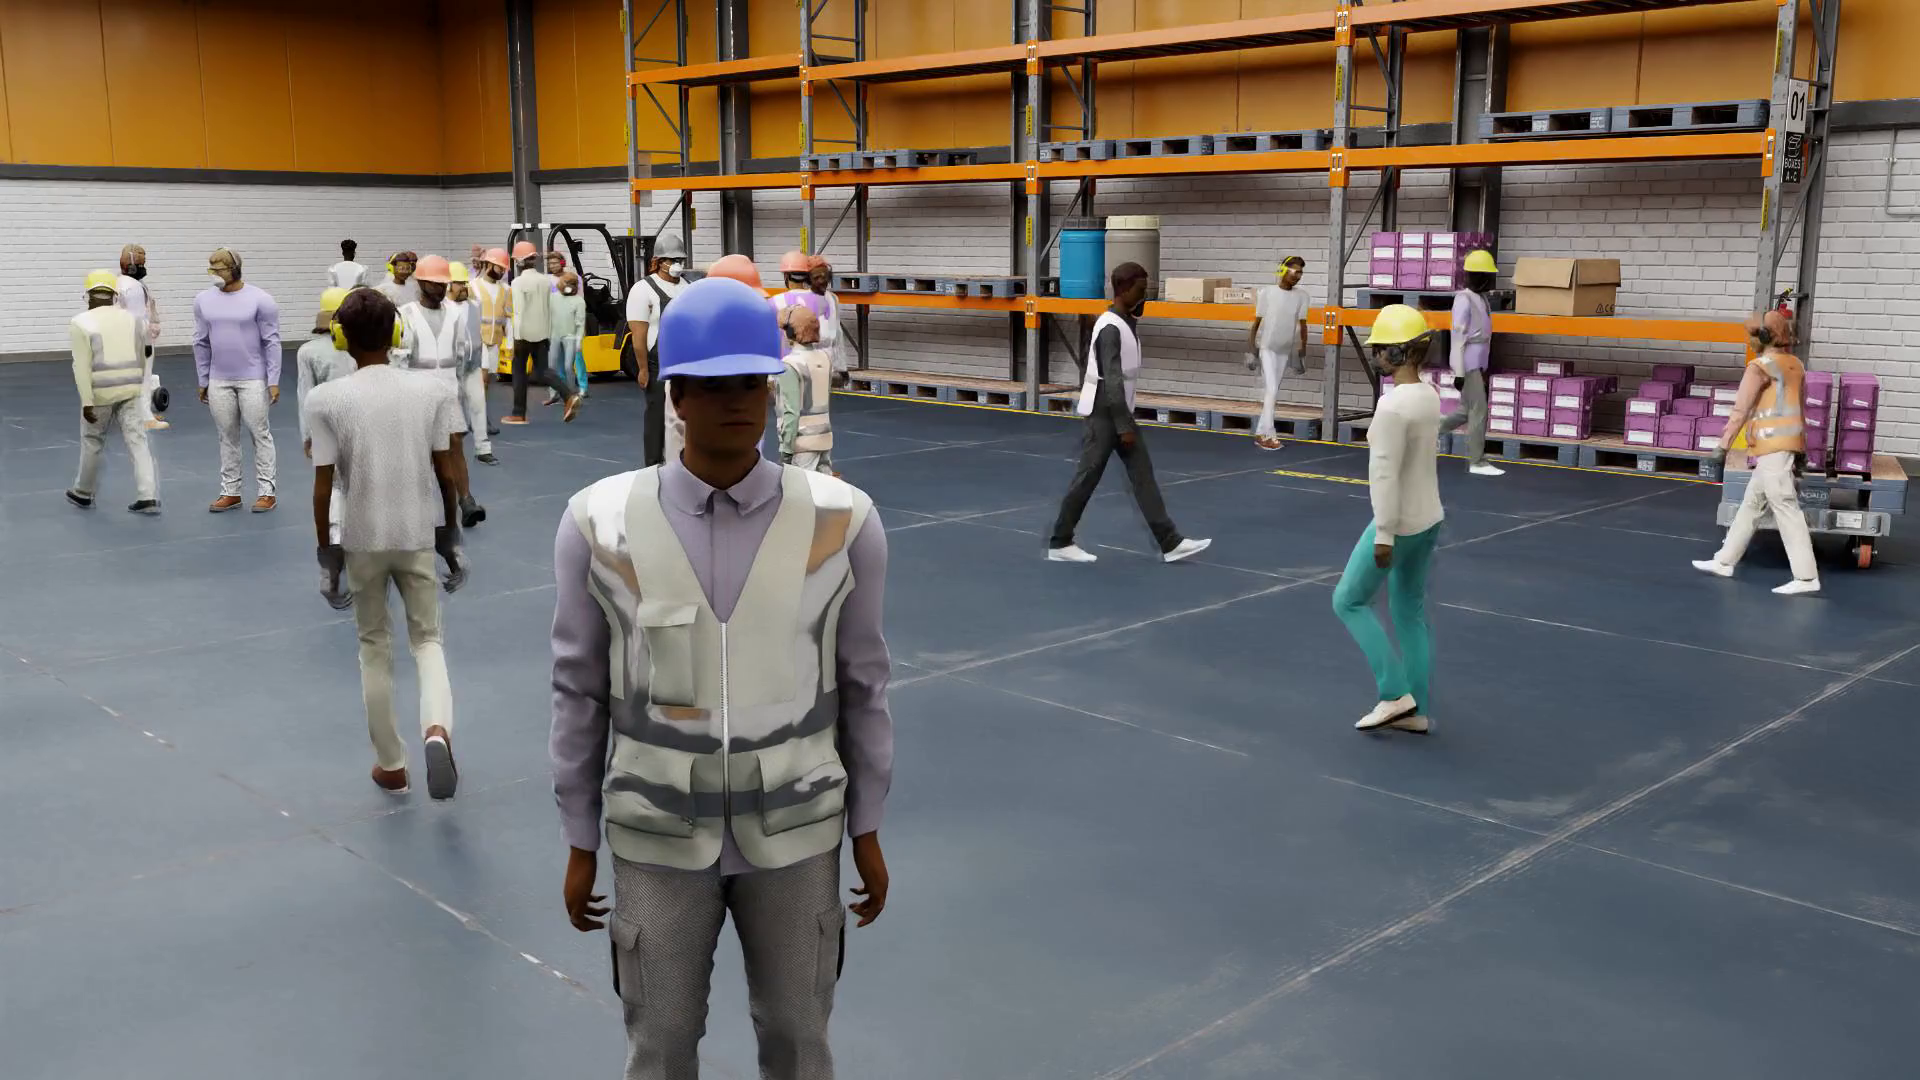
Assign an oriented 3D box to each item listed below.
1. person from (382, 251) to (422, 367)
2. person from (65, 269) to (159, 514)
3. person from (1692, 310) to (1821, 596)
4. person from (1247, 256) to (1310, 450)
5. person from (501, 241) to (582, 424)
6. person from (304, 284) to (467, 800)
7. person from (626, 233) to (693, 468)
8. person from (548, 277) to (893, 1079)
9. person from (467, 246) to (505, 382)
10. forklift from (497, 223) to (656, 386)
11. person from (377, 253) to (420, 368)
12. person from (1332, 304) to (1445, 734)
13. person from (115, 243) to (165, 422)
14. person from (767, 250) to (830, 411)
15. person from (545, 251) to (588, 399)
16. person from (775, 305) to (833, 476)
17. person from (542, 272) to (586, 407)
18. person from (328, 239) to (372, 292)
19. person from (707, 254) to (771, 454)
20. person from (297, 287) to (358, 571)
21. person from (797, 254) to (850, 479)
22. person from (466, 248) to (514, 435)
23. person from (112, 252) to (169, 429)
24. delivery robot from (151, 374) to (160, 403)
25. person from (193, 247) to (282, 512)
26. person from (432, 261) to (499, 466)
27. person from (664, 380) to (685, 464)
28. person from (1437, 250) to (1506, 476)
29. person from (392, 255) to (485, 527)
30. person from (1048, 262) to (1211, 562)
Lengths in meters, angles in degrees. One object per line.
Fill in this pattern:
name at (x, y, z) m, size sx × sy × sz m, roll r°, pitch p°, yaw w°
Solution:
person at (-7.257, -2.865, 21.766) m, size 0.433 × 1.819 × 0.642 m, roll 4°, pitch 11°, yaw 21°
person at (-6.212, -1.076, 12.144) m, size 0.932 × 1.779 × 0.597 m, roll 7°, pitch 12°, yaw 32°
person at (4.626, -0.504, 9.503) m, size 0.540 × 1.595 × 0.809 m, roll -9°, pitch 14°, yaw -42°
person at (3.027, -1.761, 15.740) m, size 0.547 × 1.820 × 0.789 m, roll -3°, pitch 11°, yaw -14°
person at (-4.508, -2.195, 17.739) m, size 0.869 × 1.966 × 0.628 m, roll 4°, pitch 11°, yaw 22°
person at (-1.998, 0.032, 5.880) m, size 0.533 × 1.857 × 0.630 m, roll -6°, pitch 12°, yaw -29°
person at (-2.249, -1.396, 13.154) m, size 0.539 × 2.000 × 0.688 m, roll 9°, pitch 13°, yaw 39°
person at (-0.424, 0.510, 3.004) m, size 0.613 × 1.950 × 0.376 m, roll -2°, pitch 11°, yaw -8°
person at (-6.528, -3.061, 22.705) m, size 0.660 × 1.870 × 0.924 m, roll 3°, pitch 11°, yaw 15°
forklift at (-5.316, -3.263, 22.920) m, size 2.313 × 2.155 × 1.214 m, roll -10°, pitch 14°, yaw -44°
person at (-5.783, -2.051, 17.258) m, size 0.395 × 1.846 × 0.566 m, roll 9°, pitch 14°, yaw 40°
person at (1.748, -0.066, 6.696) m, size 0.392 × 1.749 × 0.544 m, roll 8°, pitch 13°, yaw 36°
person at (-8.923, -2.233, 18.014) m, size 0.370 × 1.934 × 0.627 m, roll -7°, pitch 12°, yaw -32°
person at (-1.257, -1.354, 13.302) m, size 0.555 × 1.915 × 0.747 m, roll -5°, pitch 12°, yaw -26°
person at (-4.920, -2.663, 20.661) m, size 0.575 × 1.824 × 0.409 m, roll 0°, pitch 10°, yaw 2°
person at (-0.874, -0.504, 9.398) m, size 0.311 × 1.636 × 0.521 m, roll 4°, pitch 11°, yaw 21°
person at (-4.649, -2.363, 19.619) m, size 0.571 × 1.595 × 0.366 m, roll 3°, pitch 11°, yaw 16°
person at (-8.877, -3.396, 24.266) m, size 0.609 × 1.964 × 0.367 m, roll -1°, pitch 10°, yaw -7°
person at (-1.002, -0.296, 7.436) m, size 0.377 × 1.936 × 0.549 m, roll 4°, pitch 11°, yaw 21°
person at (-3.644, -0.631, 9.862) m, size 0.495 × 1.727 × 0.580 m, roll -4°, pitch 11°, yaw -21°
person at (-1.158, -1.386, 13.584) m, size 0.356 × 1.877 × 0.736 m, roll 5°, pitch 12°, yaw 27°
person at (-4.773, -2.004, 16.910) m, size 0.828 × 1.884 × 0.611 m, roll 10°, pitch 14°, yaw 42°
person at (-8.600, -2.078, 17.419) m, size 0.429 × 1.842 × 0.634 m, roll -10°, pitch 14°, yaw -43°
delivery robot at (-9.413, -1.754, 18.905) m, size 0.477 × 0.478 × 0.707 m, roll 0°, pitch 10°, yaw 0°
person at (-5.272, -1.160, 12.162) m, size 0.633 × 1.933 × 0.353 m, roll 1°, pitch 10°, yaw 4°
person at (-4.486, -1.569, 14.760) m, size 0.908 × 1.797 × 0.596 m, roll 9°, pitch 14°, yaw 39°
person at (-1.330, -0.387, 8.787) m, size 0.364 × 1.620 × 0.532 m, roll 10°, pitch 14°, yaw 43°
person at (4.278, -1.506, 14.132) m, size 0.759 × 1.901 × 0.594 m, roll 6°, pitch 12°, yaw 30°
person at (-3.662, -1.029, 11.594) m, size 0.561 × 1.877 × 1.016 m, roll -8°, pitch 13°, yaw -37°
person at (1.008, -0.757, 10.173) m, size 1.016 × 1.852 × 0.605 m, roll 3°, pitch 11°, yaw 16°
